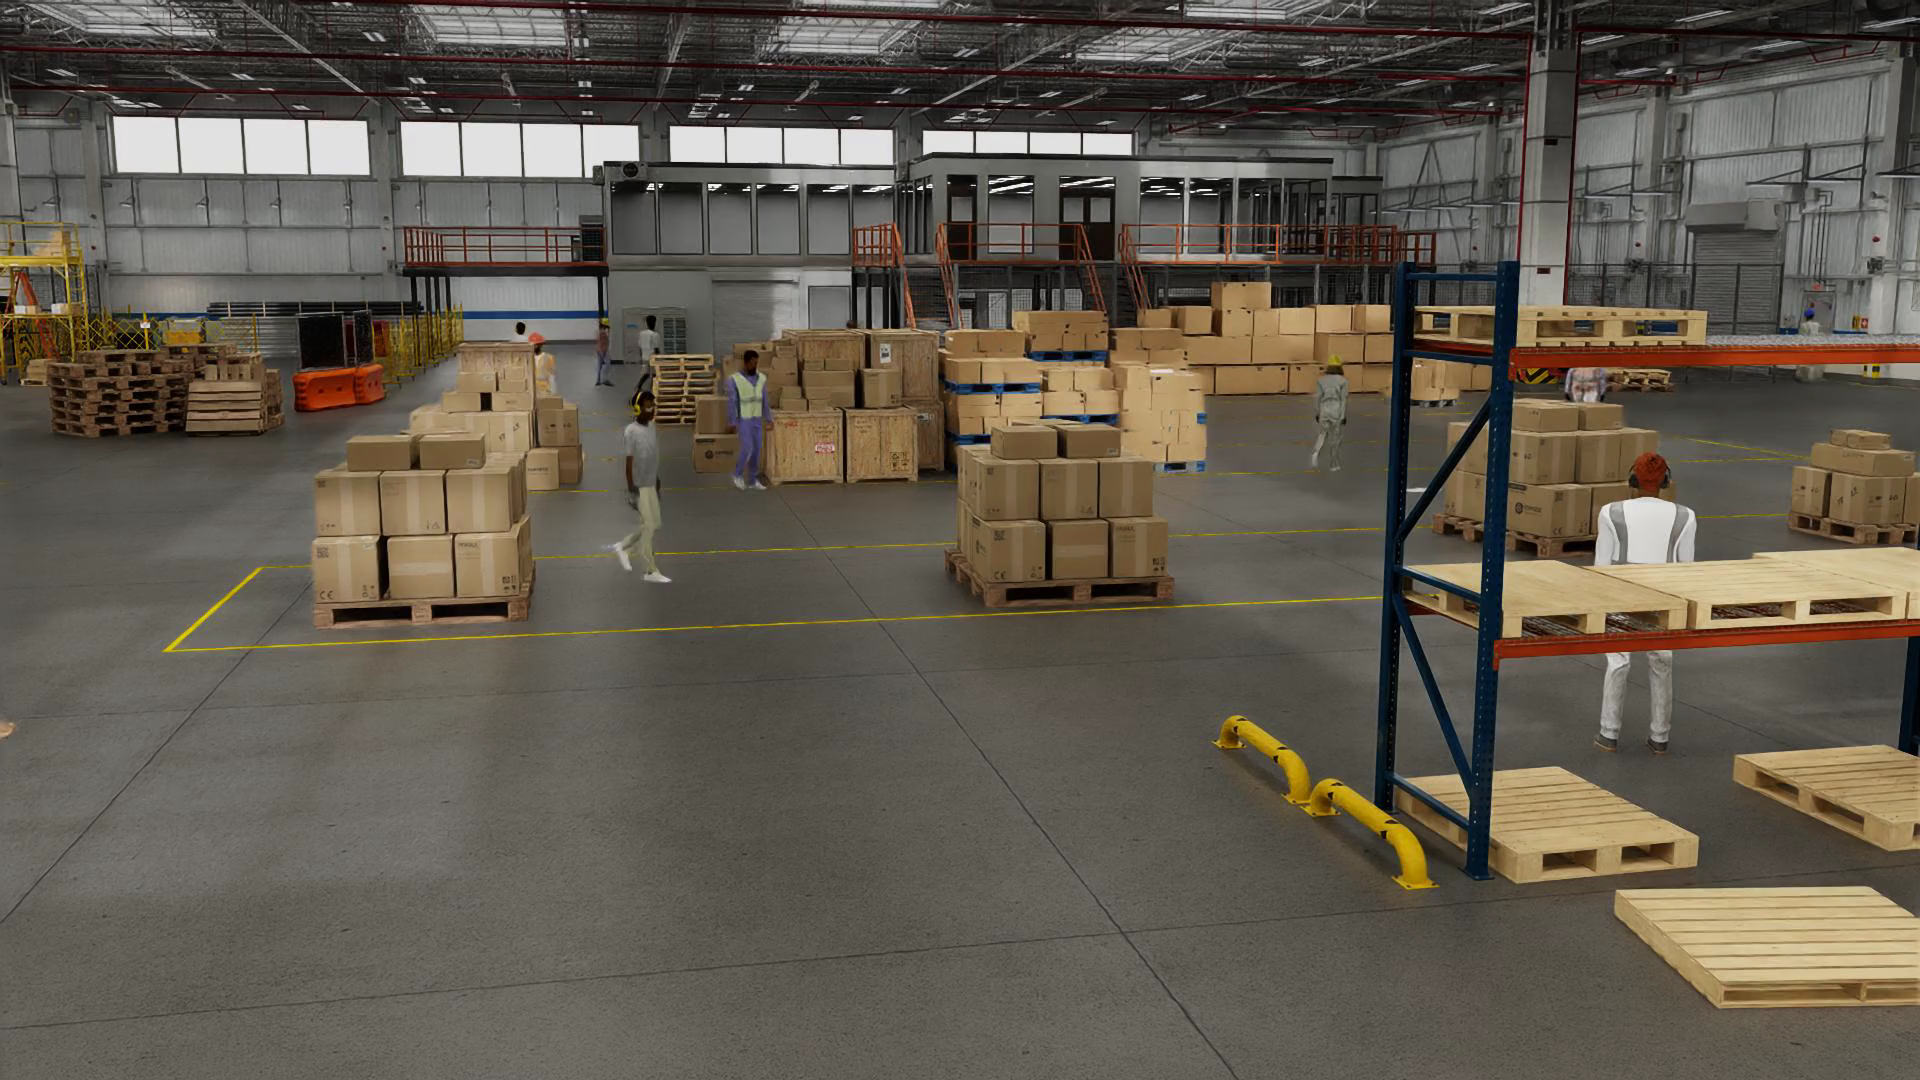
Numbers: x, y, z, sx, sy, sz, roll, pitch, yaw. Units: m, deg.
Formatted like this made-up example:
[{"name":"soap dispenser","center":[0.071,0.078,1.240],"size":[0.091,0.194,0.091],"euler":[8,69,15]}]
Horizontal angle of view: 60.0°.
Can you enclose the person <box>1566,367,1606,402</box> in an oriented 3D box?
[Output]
[{"name":"person","center":[10.728,-2.557,28.493],"size":[0.643,1.812,0.837],"euler":[7,12,36]}]

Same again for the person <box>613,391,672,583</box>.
[{"name":"person","center":[-3.077,-0.512,15.914],"size":[0.645,1.847,0.521],"euler":[4,10,24]}]

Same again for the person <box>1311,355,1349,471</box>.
[{"name":"person","center":[5.428,-1.852,24.411],"size":[0.491,1.726,0.569],"euler":[6,11,34]}]

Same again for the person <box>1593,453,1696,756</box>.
[{"name":"person","center":[4.209,0.396,10.281],"size":[0.572,1.876,0.355],"euler":[2,10,14]}]

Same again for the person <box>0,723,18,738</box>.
[{"name":"person","center":[-6.571,0.311,10.279],"size":[1.031,2.000,0.694],"euler":[-1,9,-9]}]

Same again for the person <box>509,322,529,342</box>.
[{"name":"person","center":[-9.195,-3.646,34.934],"size":[0.534,1.864,0.309],"euler":[-4,10,-24]}]

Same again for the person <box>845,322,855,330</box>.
[{"name":"person","center":[-2.343,-3.939,36.966],"size":[0.586,1.805,0.663],"euler":[-4,10,-24]}]

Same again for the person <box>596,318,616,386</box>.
[{"name":"person","center":[-9.012,-4.773,42.196],"size":[0.545,1.722,0.621],"euler":[-2,10,-14]}]

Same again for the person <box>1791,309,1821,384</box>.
[{"name":"person","center":[21.838,-4.997,43.006],"size":[0.616,1.903,0.946],"euler":[-4,10,-22]}]

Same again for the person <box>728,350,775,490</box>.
[{"name":"person","center":[-2.820,-1.619,22.471],"size":[0.485,1.901,0.600],"euler":[8,12,40]}]

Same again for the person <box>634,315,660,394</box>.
[{"name":"person","center":[-7.000,-4.082,37.351],"size":[0.626,1.948,0.751],"euler":[6,11,31]}]

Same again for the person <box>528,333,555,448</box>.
[{"name":"person","center":[-7.017,-2.464,27.570],"size":[0.567,1.915,0.592],"euler":[5,11,29]}]
